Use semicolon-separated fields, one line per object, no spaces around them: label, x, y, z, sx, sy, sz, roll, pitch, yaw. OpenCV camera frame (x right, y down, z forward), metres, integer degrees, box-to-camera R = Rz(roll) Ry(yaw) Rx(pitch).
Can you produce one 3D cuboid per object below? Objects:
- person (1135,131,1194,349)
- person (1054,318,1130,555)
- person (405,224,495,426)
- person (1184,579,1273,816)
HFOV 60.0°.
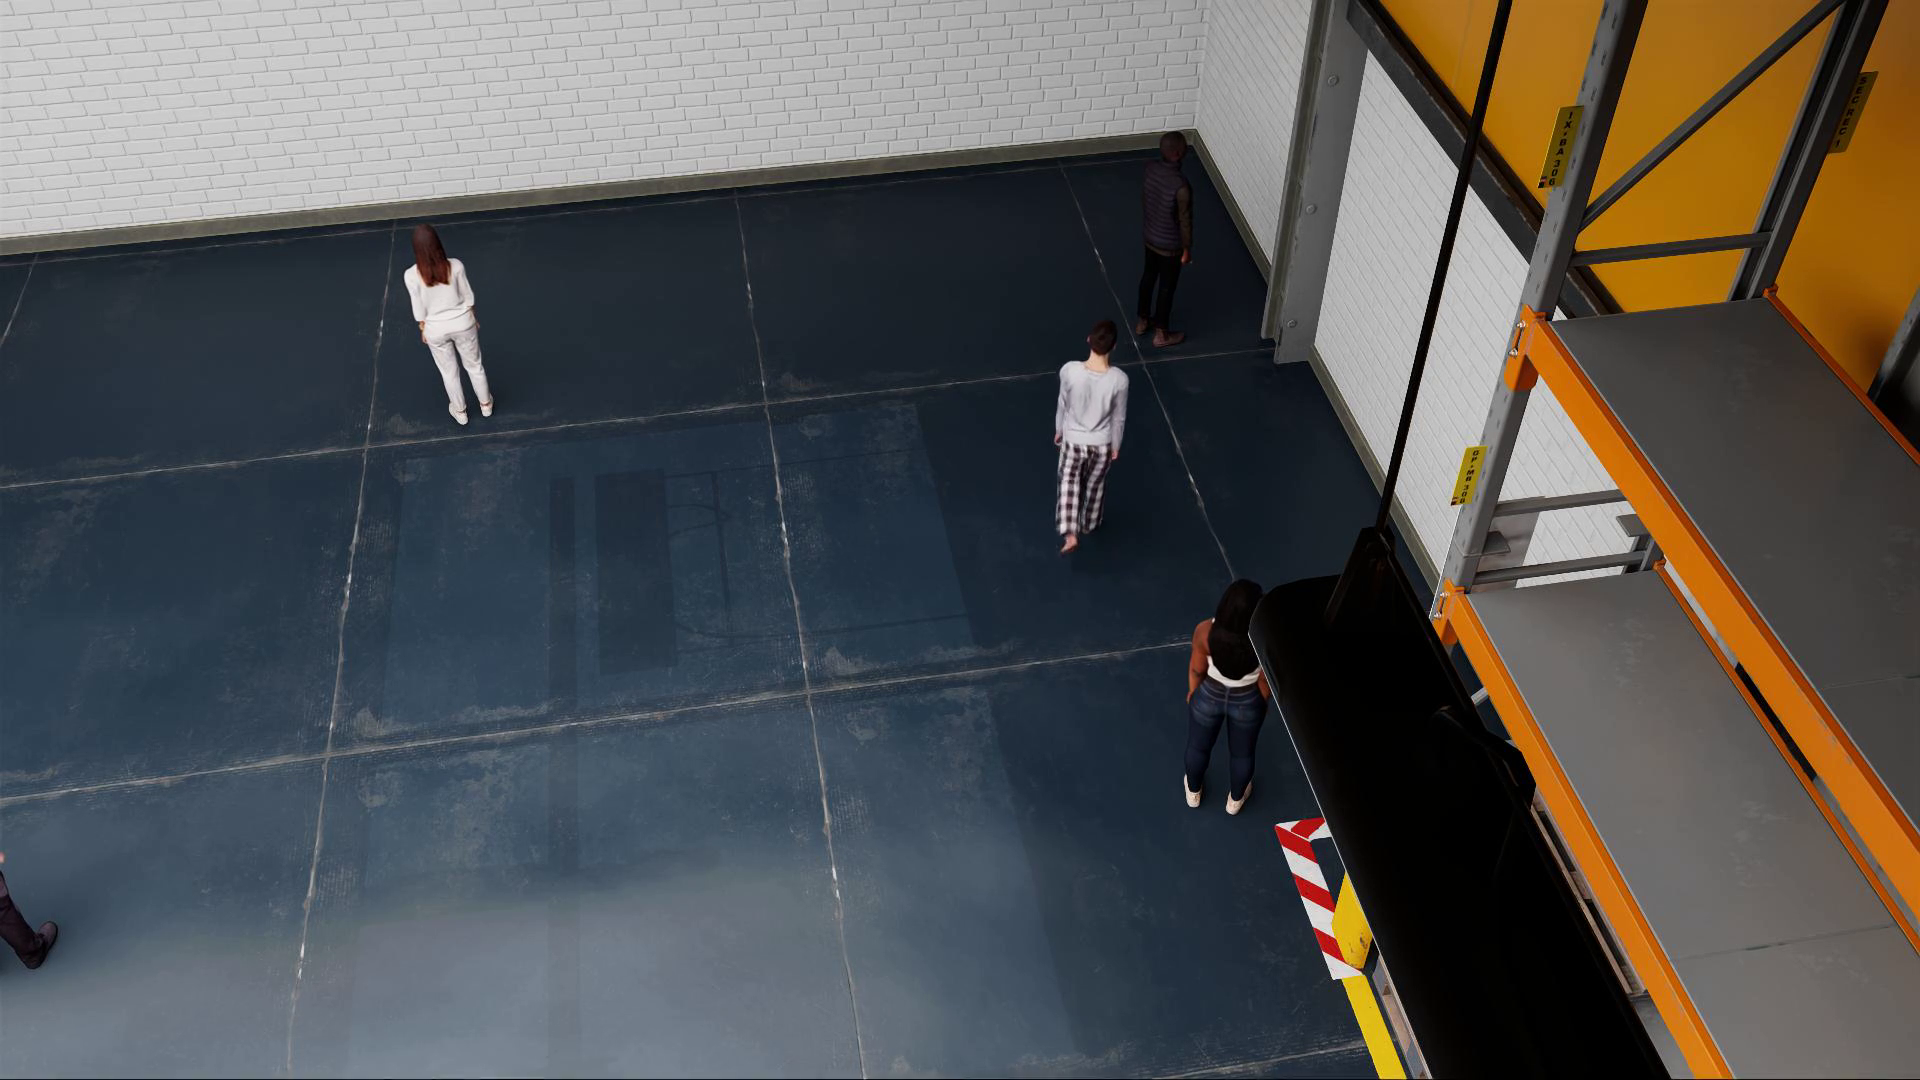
person;1.578;-2.328;12.849;0.833;1.835;0.670;-25;49;-24
person;0.846;-0.629;11.075;0.801;1.823;0.988;7;44;7
person;-3.736;-1.578;12.169;0.654;1.688;0.629;-19;47;-18
person;1.530;0.907;9.473;0.738;1.809;0.750;12;45;12
